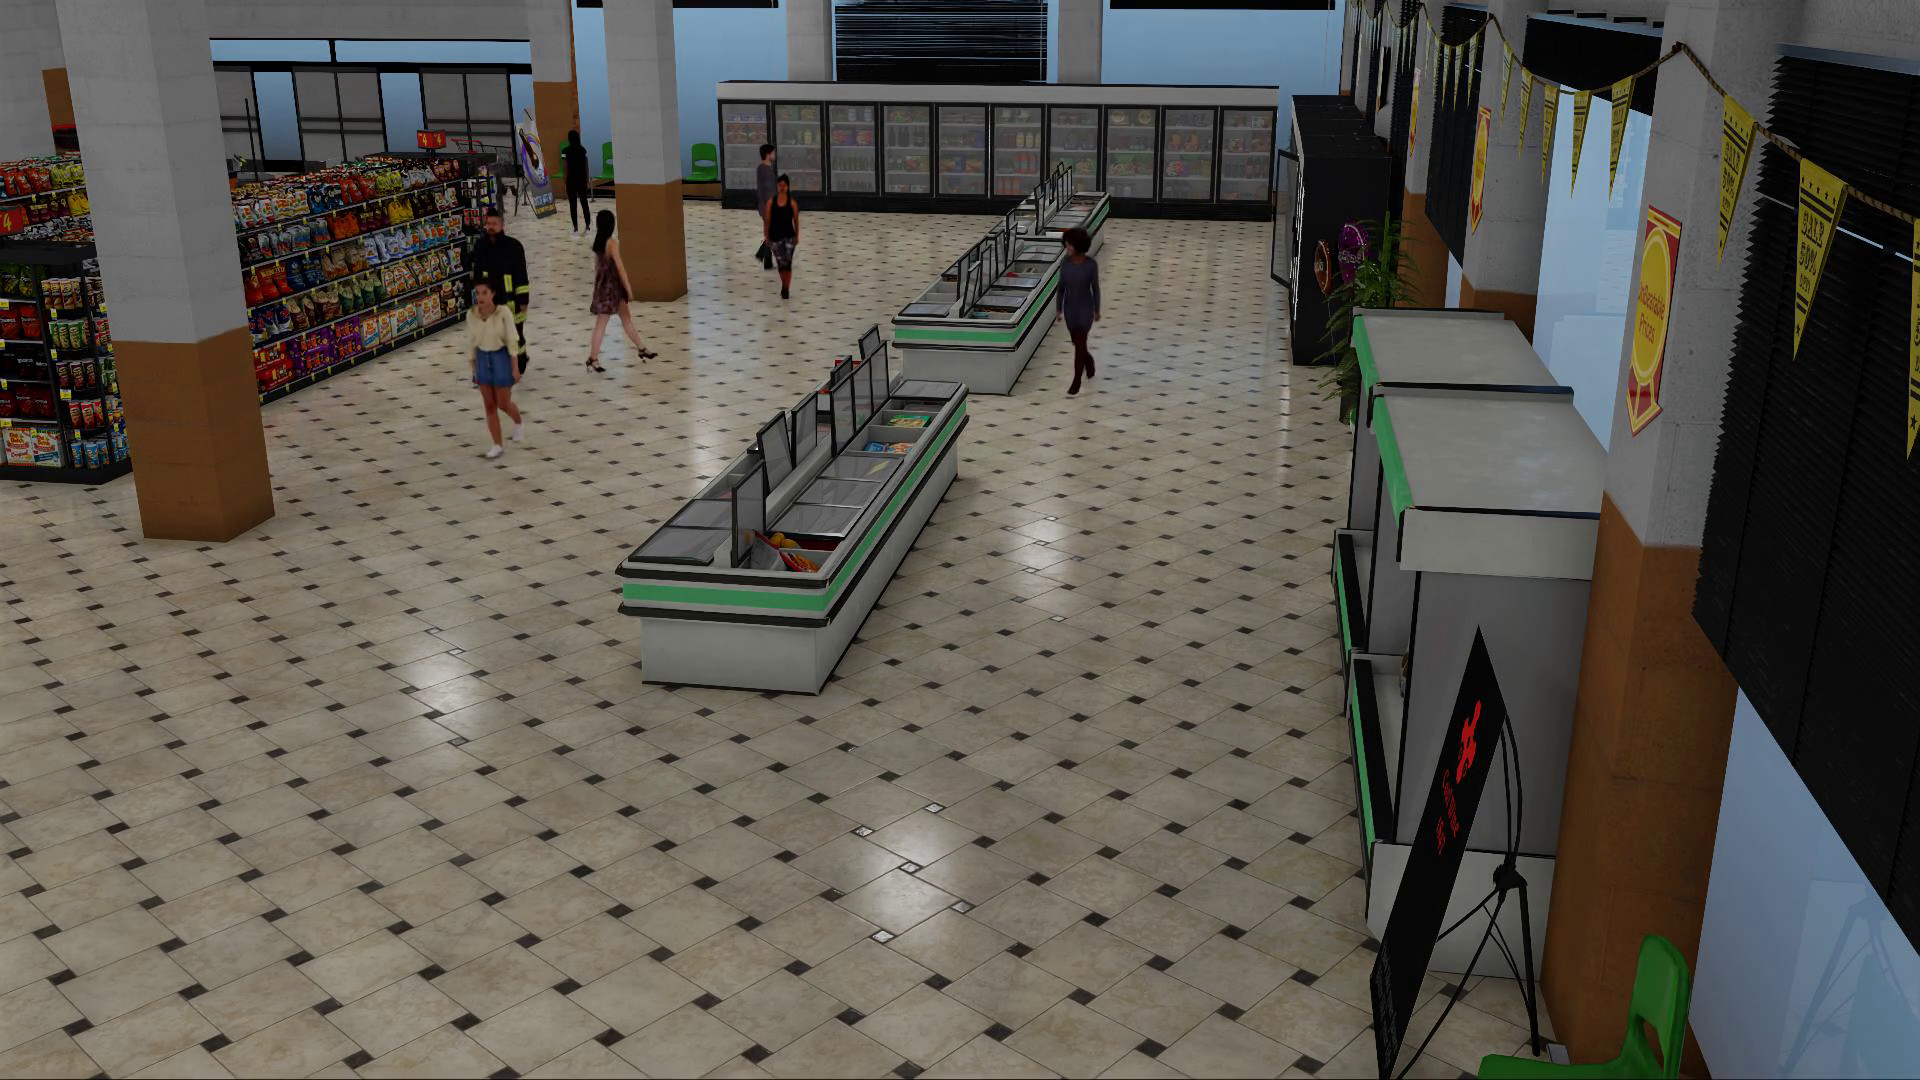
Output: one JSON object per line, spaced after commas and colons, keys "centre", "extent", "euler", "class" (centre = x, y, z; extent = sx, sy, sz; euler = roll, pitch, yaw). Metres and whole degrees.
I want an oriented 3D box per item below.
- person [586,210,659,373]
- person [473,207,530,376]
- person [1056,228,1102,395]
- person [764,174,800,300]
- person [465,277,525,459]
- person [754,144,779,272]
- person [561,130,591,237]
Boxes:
{"centre": [-3.881, -2.641, 17.969], "extent": [1.163, 1.729, 1.073], "euler": [-14, 23, -35], "class": "person"}
{"centre": [-4.830, -2.585, 17.668], "extent": [0.880, 1.815, 1.175], "euler": [0, 19, 1], "class": "person"}
{"centre": [1.257, -2.379, 17.276], "extent": [0.797, 1.675, 1.197], "euler": [8, 20, 21], "class": "person"}
{"centre": [-2.383, -4.057, 22.337], "extent": [0.672, 1.621, 1.102], "euler": [1, 19, 3], "class": "person"}
{"centre": [-4.146, -1.567, 14.952], "extent": [0.663, 1.622, 0.808], "euler": [4, 19, 12], "class": "person"}
{"centre": [-2.888, -4.849, 24.348], "extent": [0.863, 1.837, 0.761], "euler": [-5, 19, -15], "class": "person"}
{"centre": [-6.451, -6.006, 27.950], "extent": [0.697, 1.729, 0.756], "euler": [-12, 22, -33], "class": "person"}
